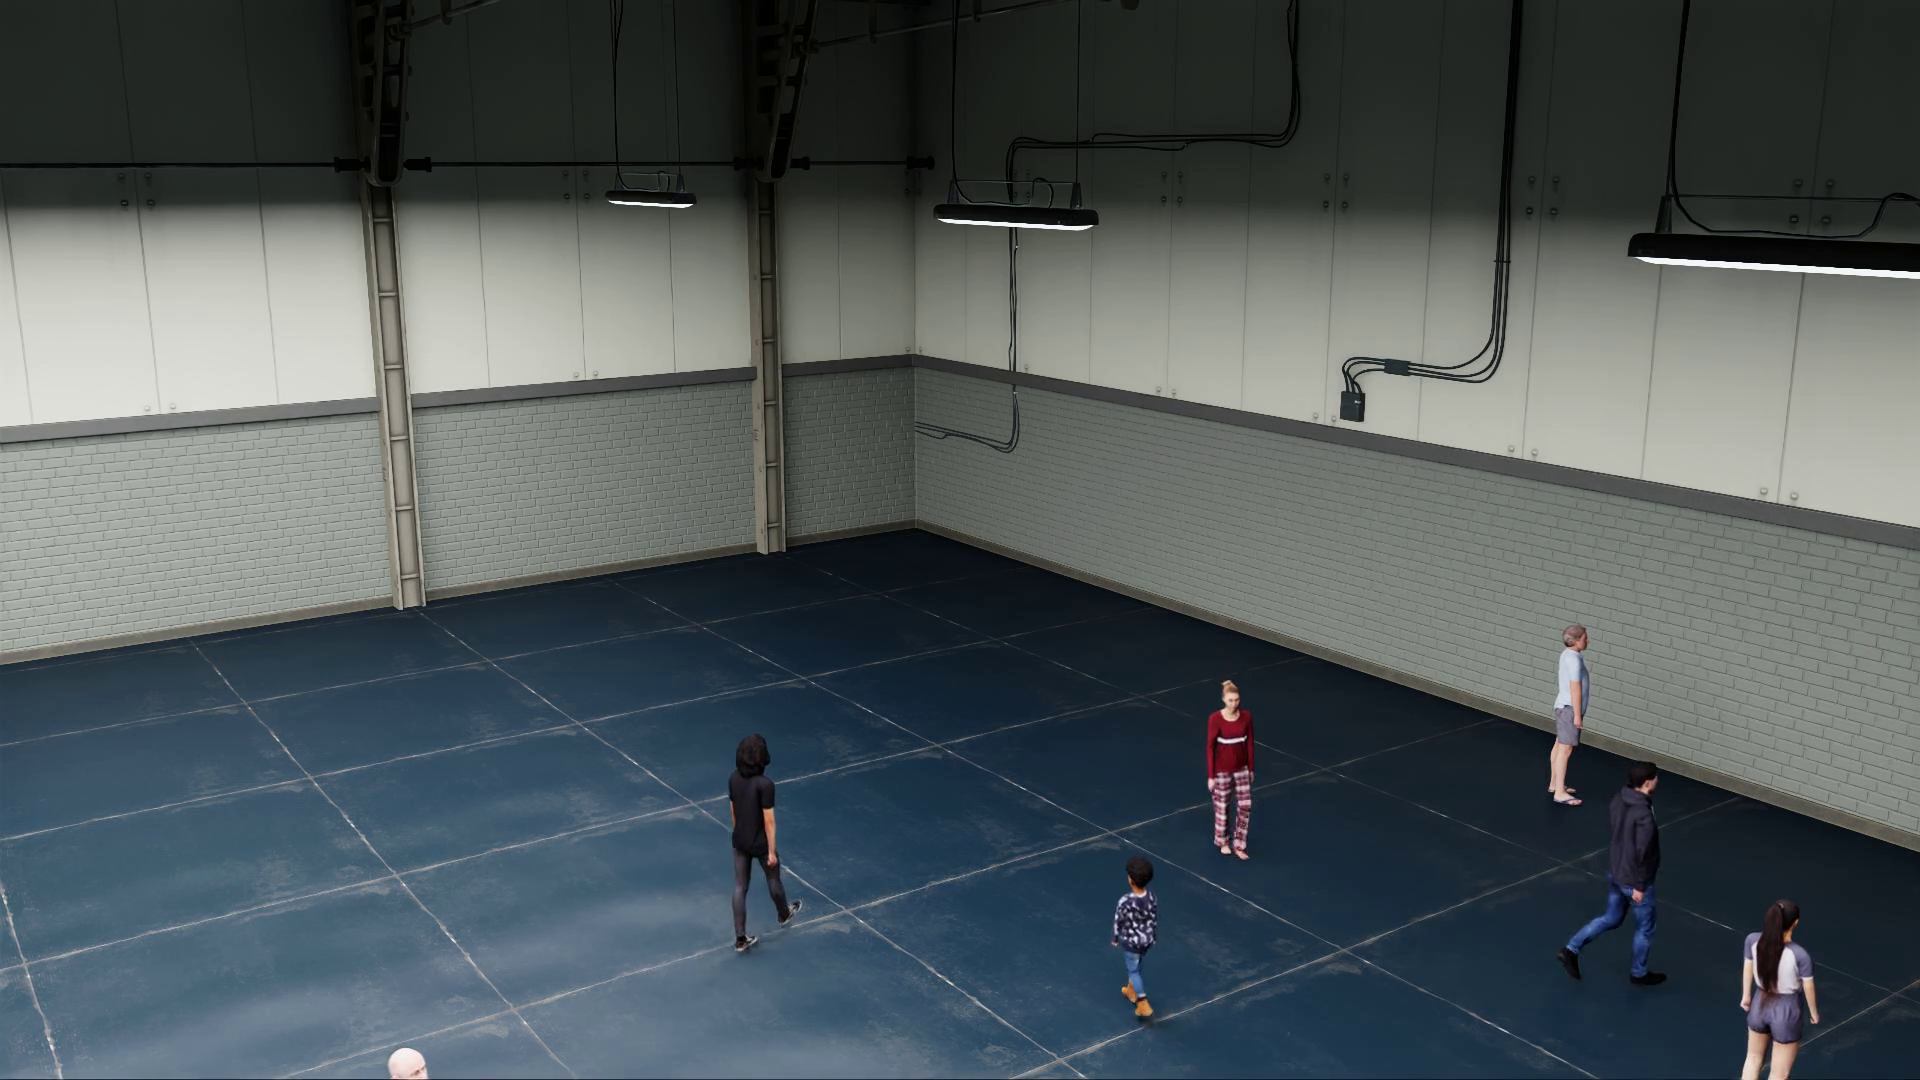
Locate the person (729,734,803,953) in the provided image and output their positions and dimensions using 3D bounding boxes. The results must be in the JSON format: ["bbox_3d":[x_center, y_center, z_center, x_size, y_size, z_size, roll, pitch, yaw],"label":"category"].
[{"bbox_3d":[-1.752,2.505,13.652,0.969,1.809,1.157,7,15,26],"label":"person"}]

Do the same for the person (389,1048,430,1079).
[{"bbox_3d":[-2.942,3.573,8.978,0.835,1.836,0.733,4,14,18],"label":"person"}]

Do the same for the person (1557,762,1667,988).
[{"bbox_3d":[5.141,2.632,12.973,1.228,1.868,1.015,-2,13,-7],"label":"person"}]

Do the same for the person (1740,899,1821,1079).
[{"bbox_3d":[5.414,3.187,11.069,0.590,1.644,0.602,-9,16,-33],"label":"person"}]

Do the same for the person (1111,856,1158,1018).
[{"bbox_3d":[1.356,3.033,12.647,0.753,1.232,0.636,-6,14,-24],"label":"person"}]

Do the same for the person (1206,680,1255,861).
[{"bbox_3d":[2.503,2.122,15.567,0.784,1.691,0.860,-2,13,-10],"label":"person"}]

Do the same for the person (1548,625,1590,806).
[{"bbox_3d":[6.183,1.741,16.899,0.795,1.832,0.727,3,13,12],"label":"person"}]
